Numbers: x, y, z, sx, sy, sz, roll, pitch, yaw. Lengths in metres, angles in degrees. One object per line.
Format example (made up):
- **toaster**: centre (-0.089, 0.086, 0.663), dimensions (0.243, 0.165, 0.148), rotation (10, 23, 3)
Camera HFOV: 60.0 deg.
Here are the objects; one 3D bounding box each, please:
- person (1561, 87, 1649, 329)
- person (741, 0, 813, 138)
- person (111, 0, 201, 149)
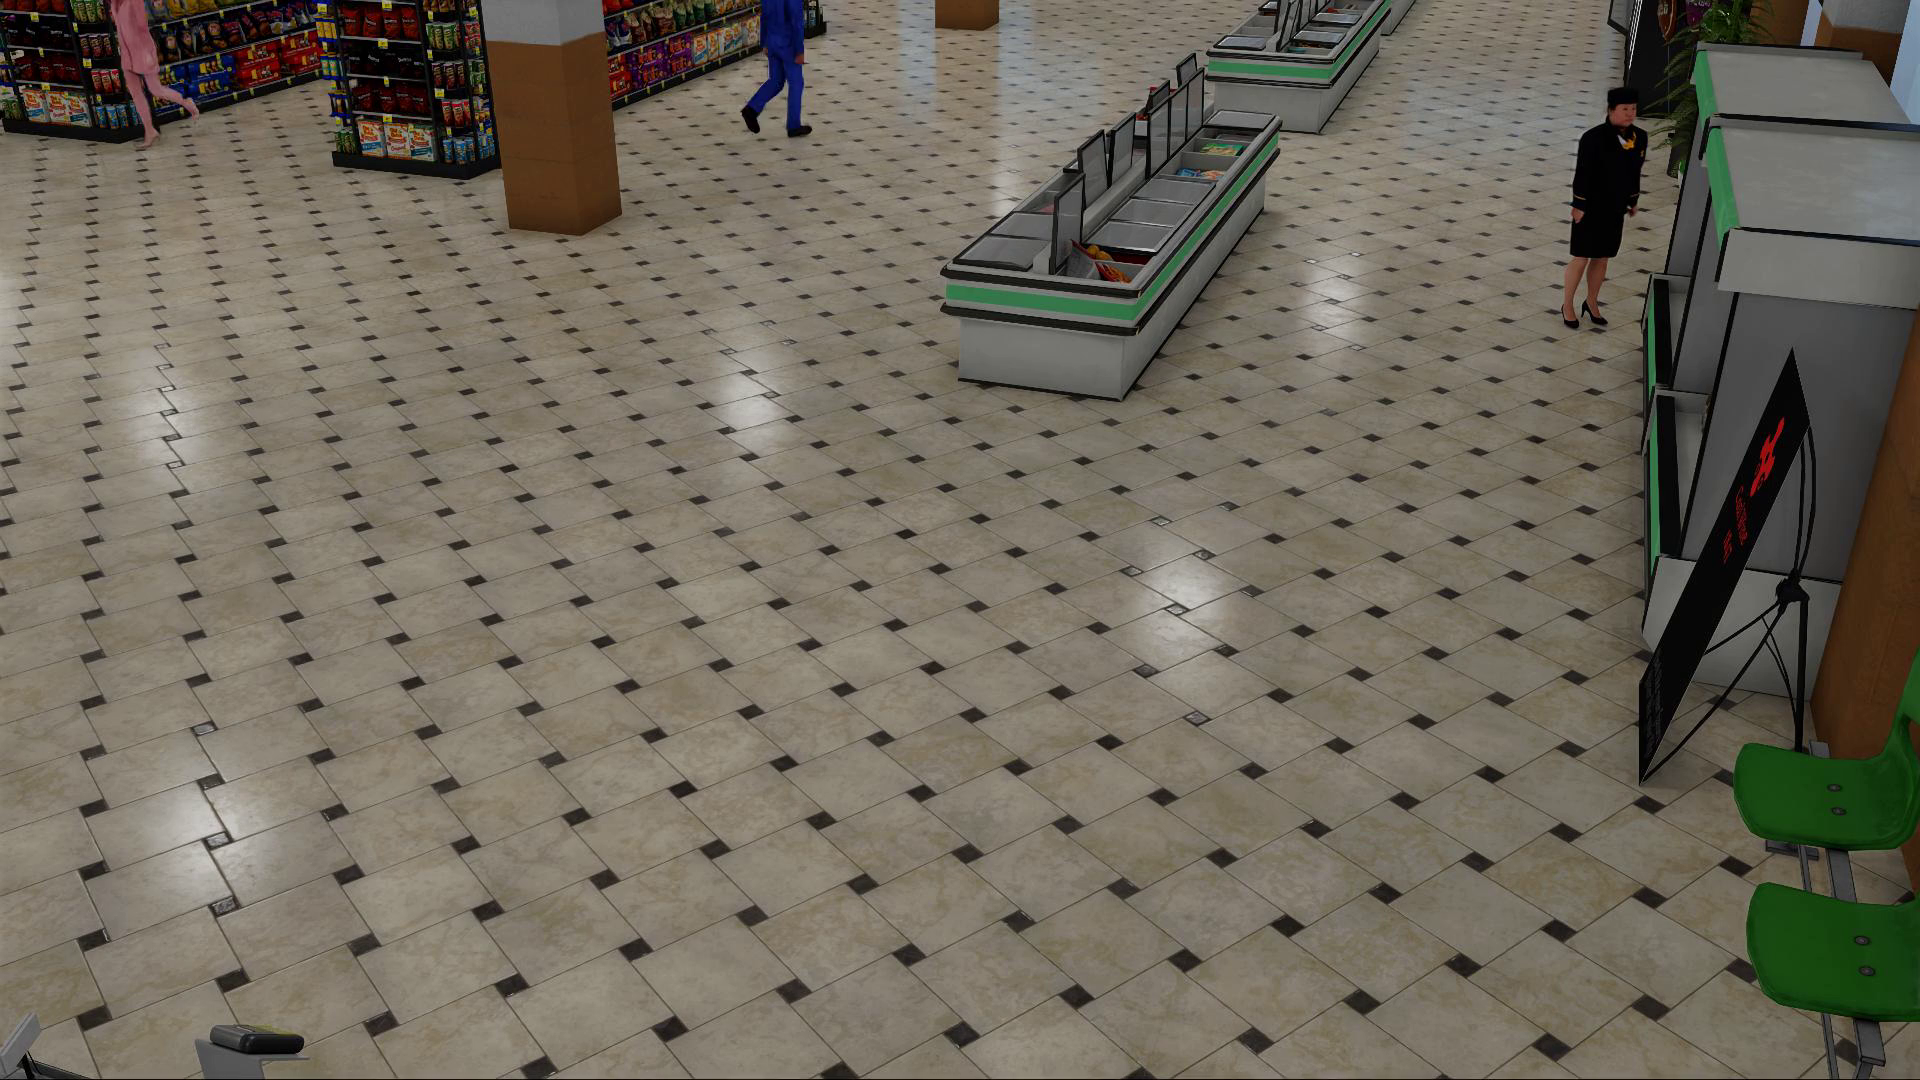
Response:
- **person**: centre (4.494, -2.319, 11.631), dimensions (0.802, 1.671, 0.830), rotation (-7, 28, -14)
- **person**: centre (-1.829, -4.890, 16.556), dimensions (1.144, 1.803, 1.004), rotation (-23, 35, -38)
- **person**: centre (-8.013, -4.794, 16.400), dimensions (0.721, 1.772, 1.033), rotation (11, 29, 21)
